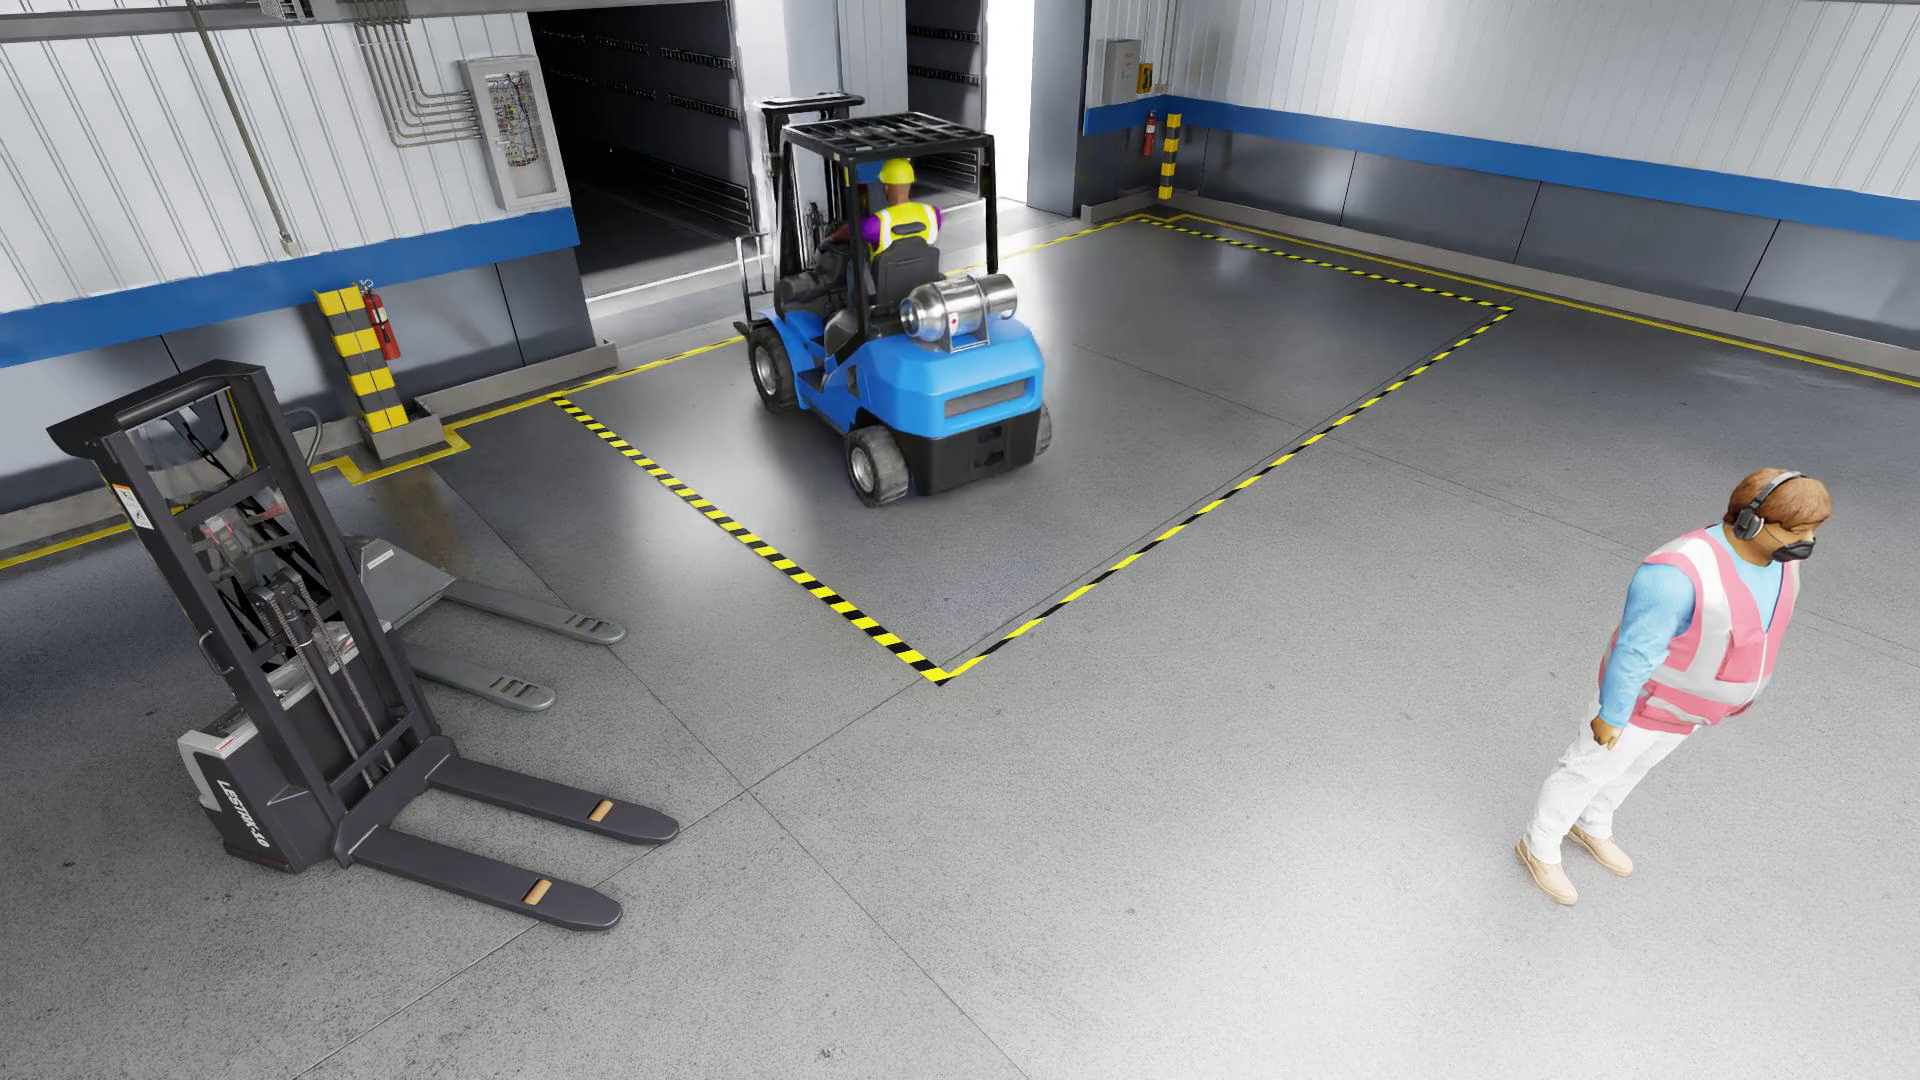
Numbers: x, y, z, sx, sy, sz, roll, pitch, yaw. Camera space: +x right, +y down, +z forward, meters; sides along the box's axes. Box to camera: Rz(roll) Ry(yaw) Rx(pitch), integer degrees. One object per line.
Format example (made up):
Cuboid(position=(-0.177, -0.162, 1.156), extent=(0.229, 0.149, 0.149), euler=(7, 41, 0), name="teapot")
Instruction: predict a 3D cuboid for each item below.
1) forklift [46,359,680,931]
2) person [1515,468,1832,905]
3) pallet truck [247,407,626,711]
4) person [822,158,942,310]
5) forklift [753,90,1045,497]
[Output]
Cuboid(position=(-2.135, 0.422, 3.354), extent=(1.885, 1.965, 0.823), euler=(10, 35, 14), name="forklift")
Cuboid(position=(2.524, 0.565, 3.281), extent=(0.619, 1.845, 0.431), euler=(-12, 36, -17), name="person")
Cuboid(position=(-2.628, 0.038, 4.590), extent=(1.601, 1.201, 0.680), euler=(12, 36, 18), name="pallet truck")
Cuboid(position=(-0.554, -1.988, 6.248), extent=(0.635, 1.294, 1.004), euler=(-20, 39, -26), name="person")
Cuboid(position=(-0.528, -1.802, 6.308), extent=(1.157, 2.036, 2.680), euler=(-20, 39, -26), name="forklift")
